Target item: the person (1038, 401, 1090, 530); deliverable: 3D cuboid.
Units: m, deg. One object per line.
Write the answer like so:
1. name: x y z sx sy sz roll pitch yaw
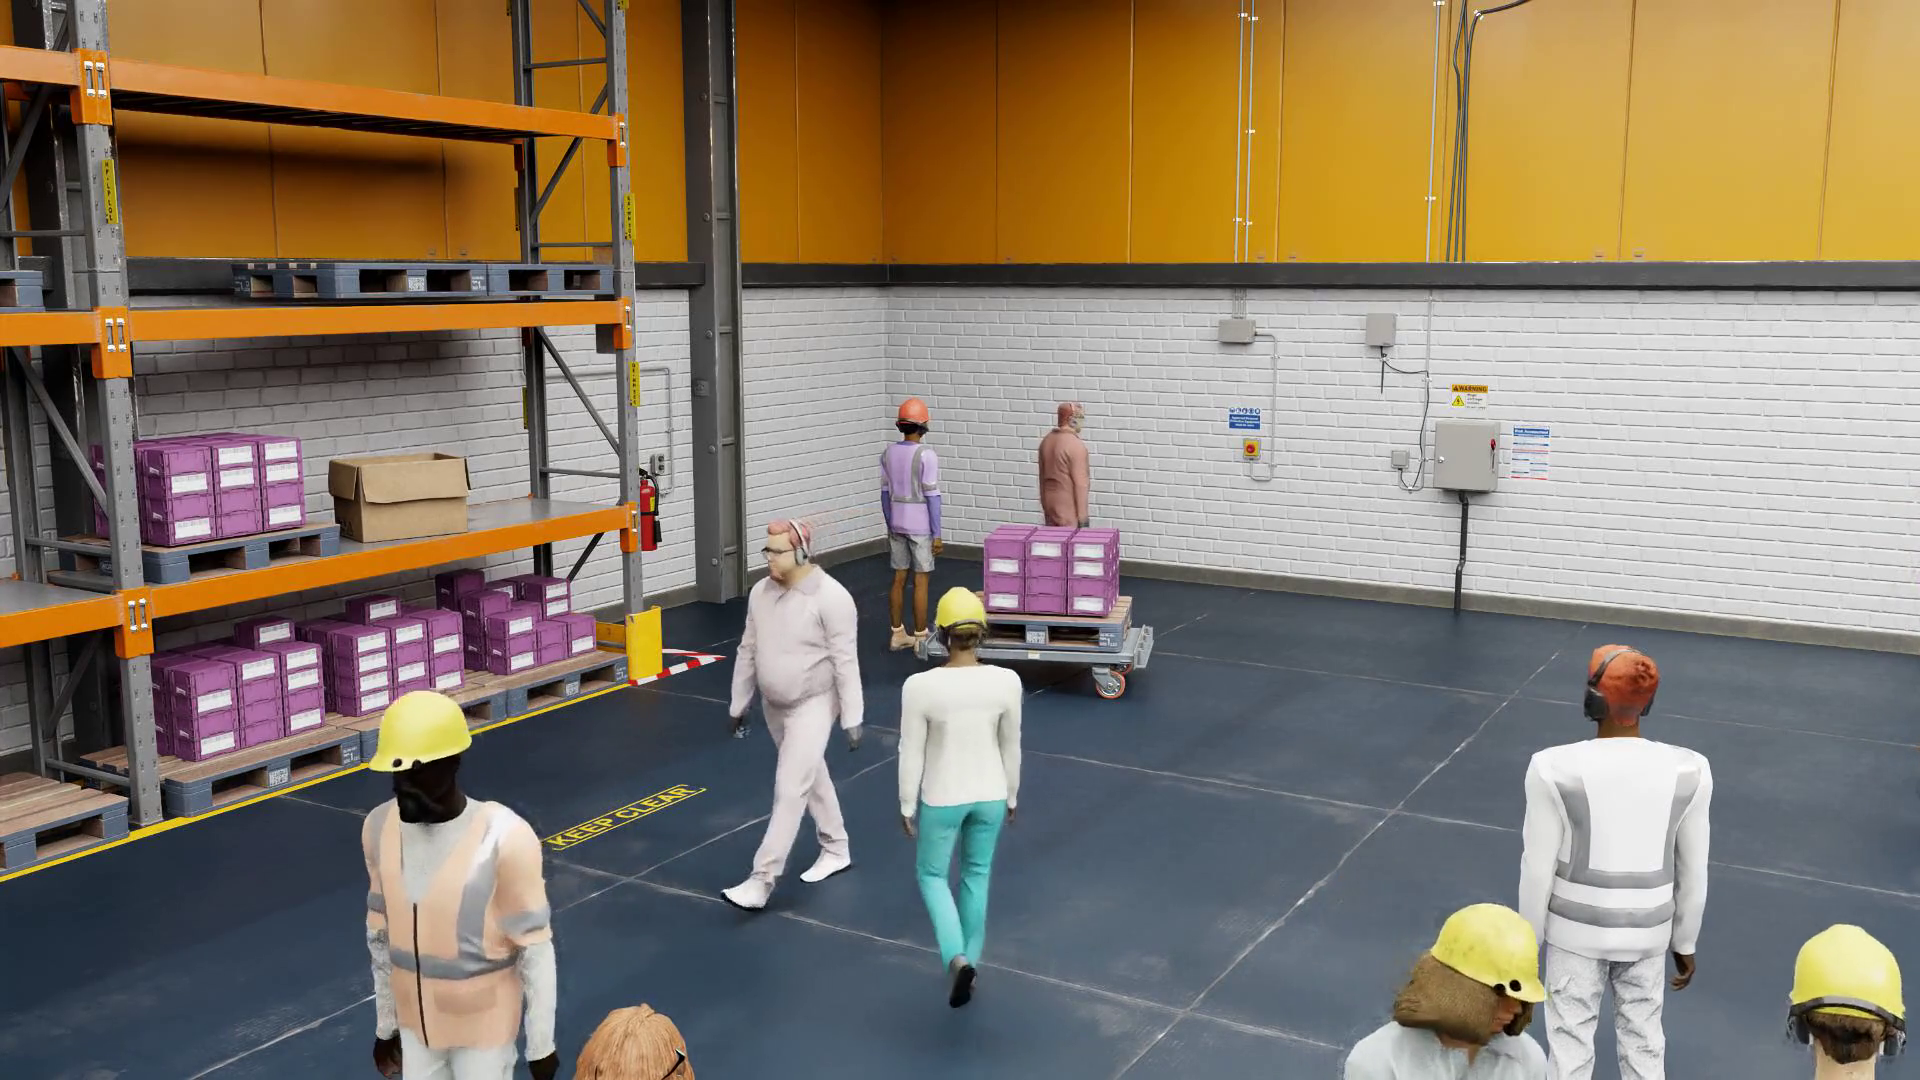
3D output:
1. person: 0.966 -0.289 14.849 0.400 1.907 0.649 -5 10 -28

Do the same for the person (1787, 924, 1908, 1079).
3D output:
1. person: 1.740 1.634 3.322 0.537 1.744 0.426 5 10 29

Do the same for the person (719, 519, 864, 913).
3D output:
1. person: -0.863 0.828 8.005 0.677 1.853 0.985 8 12 42

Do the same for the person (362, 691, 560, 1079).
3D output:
1. person: -1.381 1.329 4.761 0.599 1.909 0.636 4 10 25

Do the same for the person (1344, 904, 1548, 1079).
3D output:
1. person: 1.055 1.602 3.744 0.503 1.684 0.948 0 9 -1

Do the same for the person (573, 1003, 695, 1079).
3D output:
1. person: -0.619 1.700 3.275 0.499 1.633 0.286 2 9 14

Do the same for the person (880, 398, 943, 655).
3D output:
1. person: -0.365 -0.107 13.269 0.611 2.048 0.361 8 12 43

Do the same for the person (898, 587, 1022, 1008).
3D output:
1. person: 0.017 1.070 6.850 0.528 1.751 0.587 -2 9 -14

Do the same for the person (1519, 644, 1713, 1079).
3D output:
1. person: 2.047 1.256 5.265 0.583 1.884 0.350 0 9 2
